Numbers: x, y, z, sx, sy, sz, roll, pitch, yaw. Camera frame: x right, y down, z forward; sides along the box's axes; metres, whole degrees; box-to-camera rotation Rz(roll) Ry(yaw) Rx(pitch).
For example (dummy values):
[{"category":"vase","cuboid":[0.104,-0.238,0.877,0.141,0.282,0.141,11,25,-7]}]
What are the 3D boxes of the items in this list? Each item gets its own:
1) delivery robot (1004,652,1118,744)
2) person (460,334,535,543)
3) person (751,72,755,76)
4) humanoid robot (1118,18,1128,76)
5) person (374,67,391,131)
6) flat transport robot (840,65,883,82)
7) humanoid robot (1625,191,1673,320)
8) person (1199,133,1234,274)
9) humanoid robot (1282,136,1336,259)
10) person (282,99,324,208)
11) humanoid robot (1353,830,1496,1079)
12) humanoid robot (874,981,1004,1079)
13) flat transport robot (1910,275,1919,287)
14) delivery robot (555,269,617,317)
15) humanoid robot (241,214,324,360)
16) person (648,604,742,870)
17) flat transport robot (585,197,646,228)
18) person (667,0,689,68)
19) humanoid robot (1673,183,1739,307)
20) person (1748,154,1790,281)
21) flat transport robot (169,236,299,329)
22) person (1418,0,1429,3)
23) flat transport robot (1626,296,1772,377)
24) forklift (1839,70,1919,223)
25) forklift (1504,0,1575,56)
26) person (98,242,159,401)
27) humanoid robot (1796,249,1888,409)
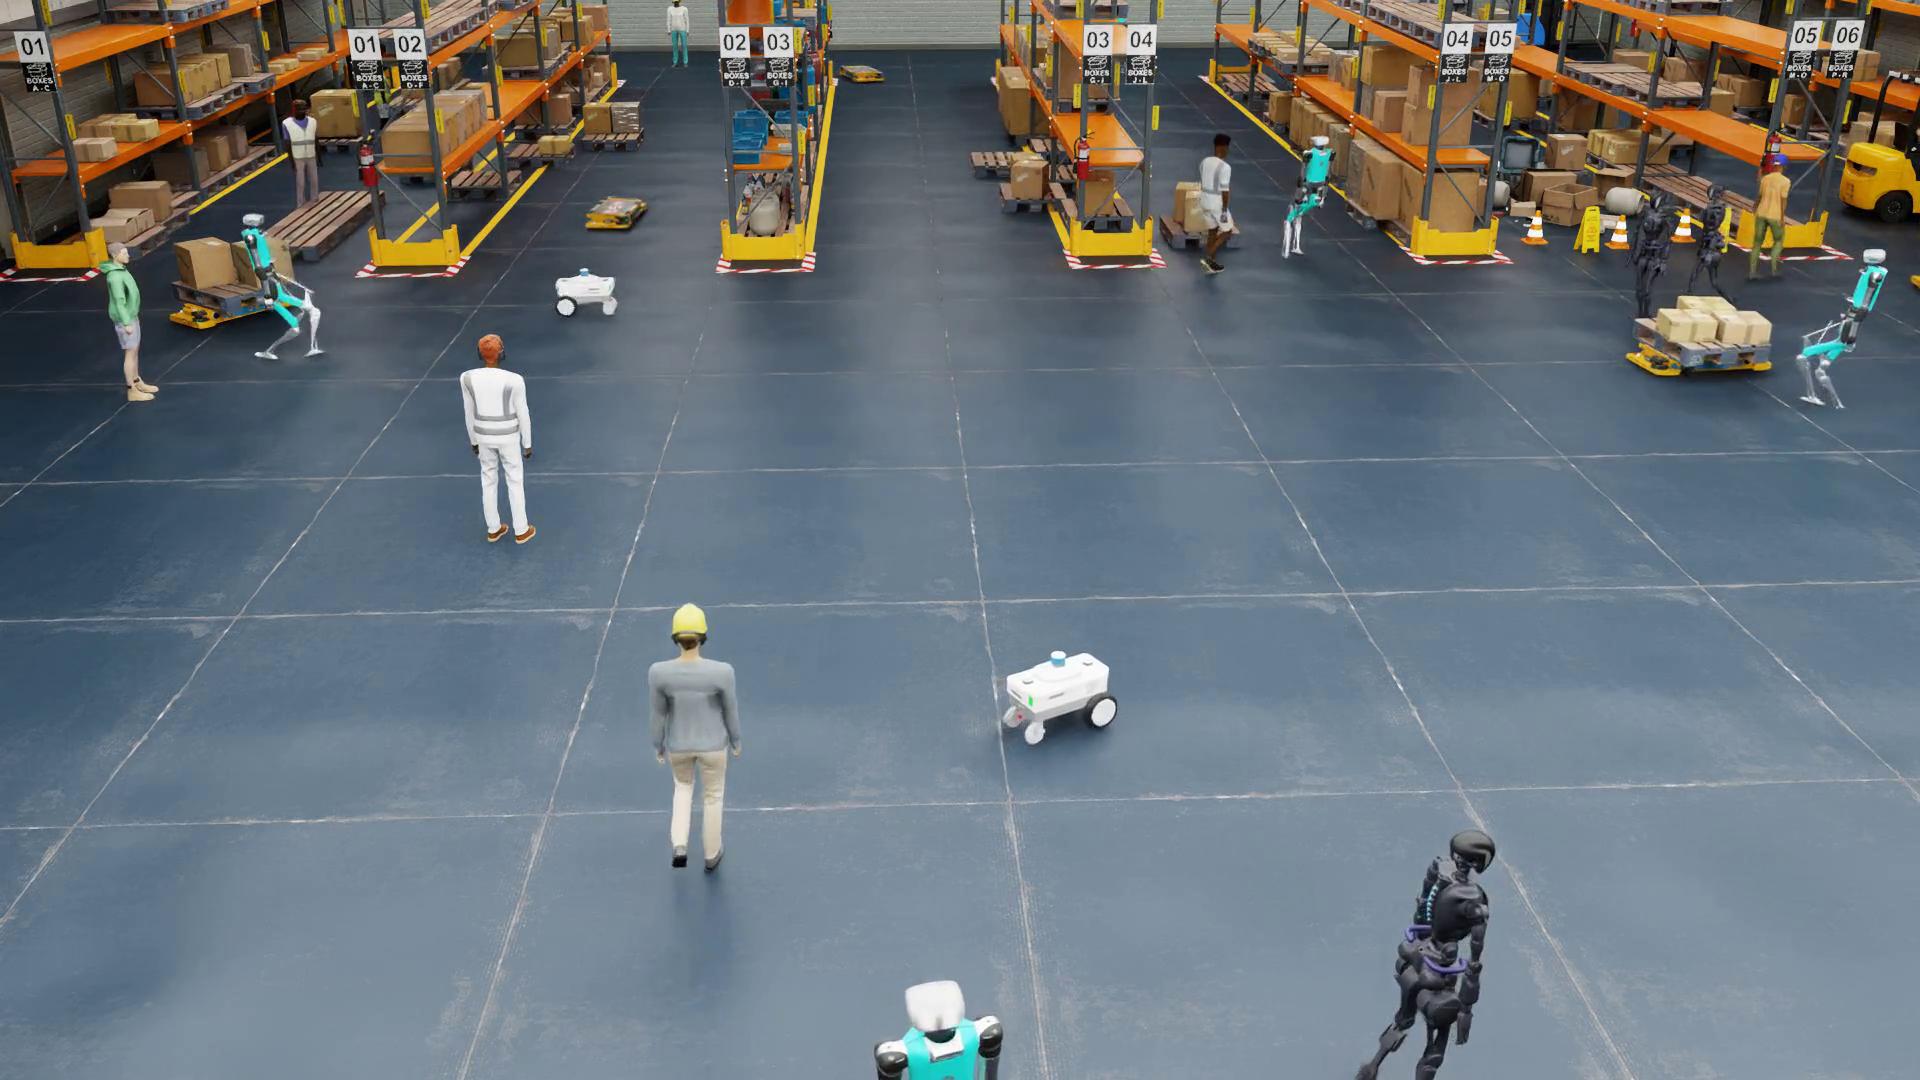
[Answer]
[{"category":"delivery robot","cuboid":[0.704,1.075,11.726,0.812,0.611,0.499,-14,28,-29]},{"category":"person","cuboid":[-3.999,-0.869,14.456,0.565,1.878,0.353,2,24,4]},{"category":"person","cuboid":[-4.760,-11.903,39.313,0.952,1.809,0.550,4,24,9]},{"category":"humanoid robot","cuboid":[3.906,-11.886,39.503,0.550,1.873,0.833,-15,28,-30]},{"category":"person","cuboid":[-10.784,-8.191,31.117,0.317,1.696,0.539,-9,26,-20]},{"category":"flat transport robot","cuboid":[-2.317,-10.958,39.095,0.659,0.231,1.431,-8,25,-17]},{"category":"humanoid robot","cuboid":[8.589,-3.526,20.667,0.347,1.639,0.603,-12,27,-26]},{"category":"person","cuboid":[3.489,-4.570,22.679,0.469,1.941,0.603,-15,28,-30]},{"category":"humanoid robot","cuboid":[4.880,-4.887,23.667,0.576,1.776,0.771,-11,26,-22]},{"category":"person","cuboid":[-10.193,-5.929,25.872,0.404,1.831,0.575,19,31,37]},{"category":"humanoid robot","cuboid":[2.254,2.095,8.032,0.447,1.637,0.588,-7,25,-15]},{"category":"humanoid robot","cuboid":[-0.166,2.481,7.149,0.545,1.757,1.041,-8,25,-18]},{"category":"flat transport robot","cuboid":[13.545,-3.409,22.133,1.431,0.231,0.659,4,24,9]},{"category":"delivery robot","cuboid":[-4.790,-3.146,21.213,0.816,0.613,0.499,-2,24,-4]},{"category":"humanoid robot","cuboid":[-7.760,-2.906,19.234,0.968,1.757,0.530,-5,25,-12]},{"category":"person","cuboid":[-1.571,1.212,9.926,0.521,1.747,0.426,2,24,4]},{"category":"flat transport robot","cuboid":[-5.359,-5.096,25.923,0.659,0.231,1.431,1,24,1]},{"category":"person","cuboid":[-6.863,-12.418,40.536,0.528,1.765,0.324,3,24,6]},{"category":"humanoid robot","cuboid":[9.612,-3.709,21.143,0.740,1.648,0.589,4,24,8]},{"category":"person","cuboid":[11.042,-4.379,22.560,0.773,1.678,0.469,-17,29,-33]},{"category":"flat transport robot","cuboid":[-9.226,-2.982,21.173,0.659,0.231,1.431,16,29,32]},{"category":"person","cuboid":[11.725,-13.060,41.940,0.389,1.798,0.593,-14,27,-28]},{"category":"flat transport robot","cuboid":[8.533,-2.116,19.226,1.431,0.231,0.659,-4,24,-9]},{"category":"forklift","cuboid":[15.132,-6.143,25.915,2.313,2.155,1.214,-1,24,-2]},{"category":"forklift","cuboid":[14.700,-13.805,42.301,1.873,2.768,1.129,-1,24,-2]},{"category":"person","cuboid":[-9.013,-2.367,17.999,0.315,1.733,0.478,-7,25,-14]},{"category":"humanoid robot","cuboid":[9.251,-2.216,17.666,0.792,1.794,0.539,10,26,20]}]
